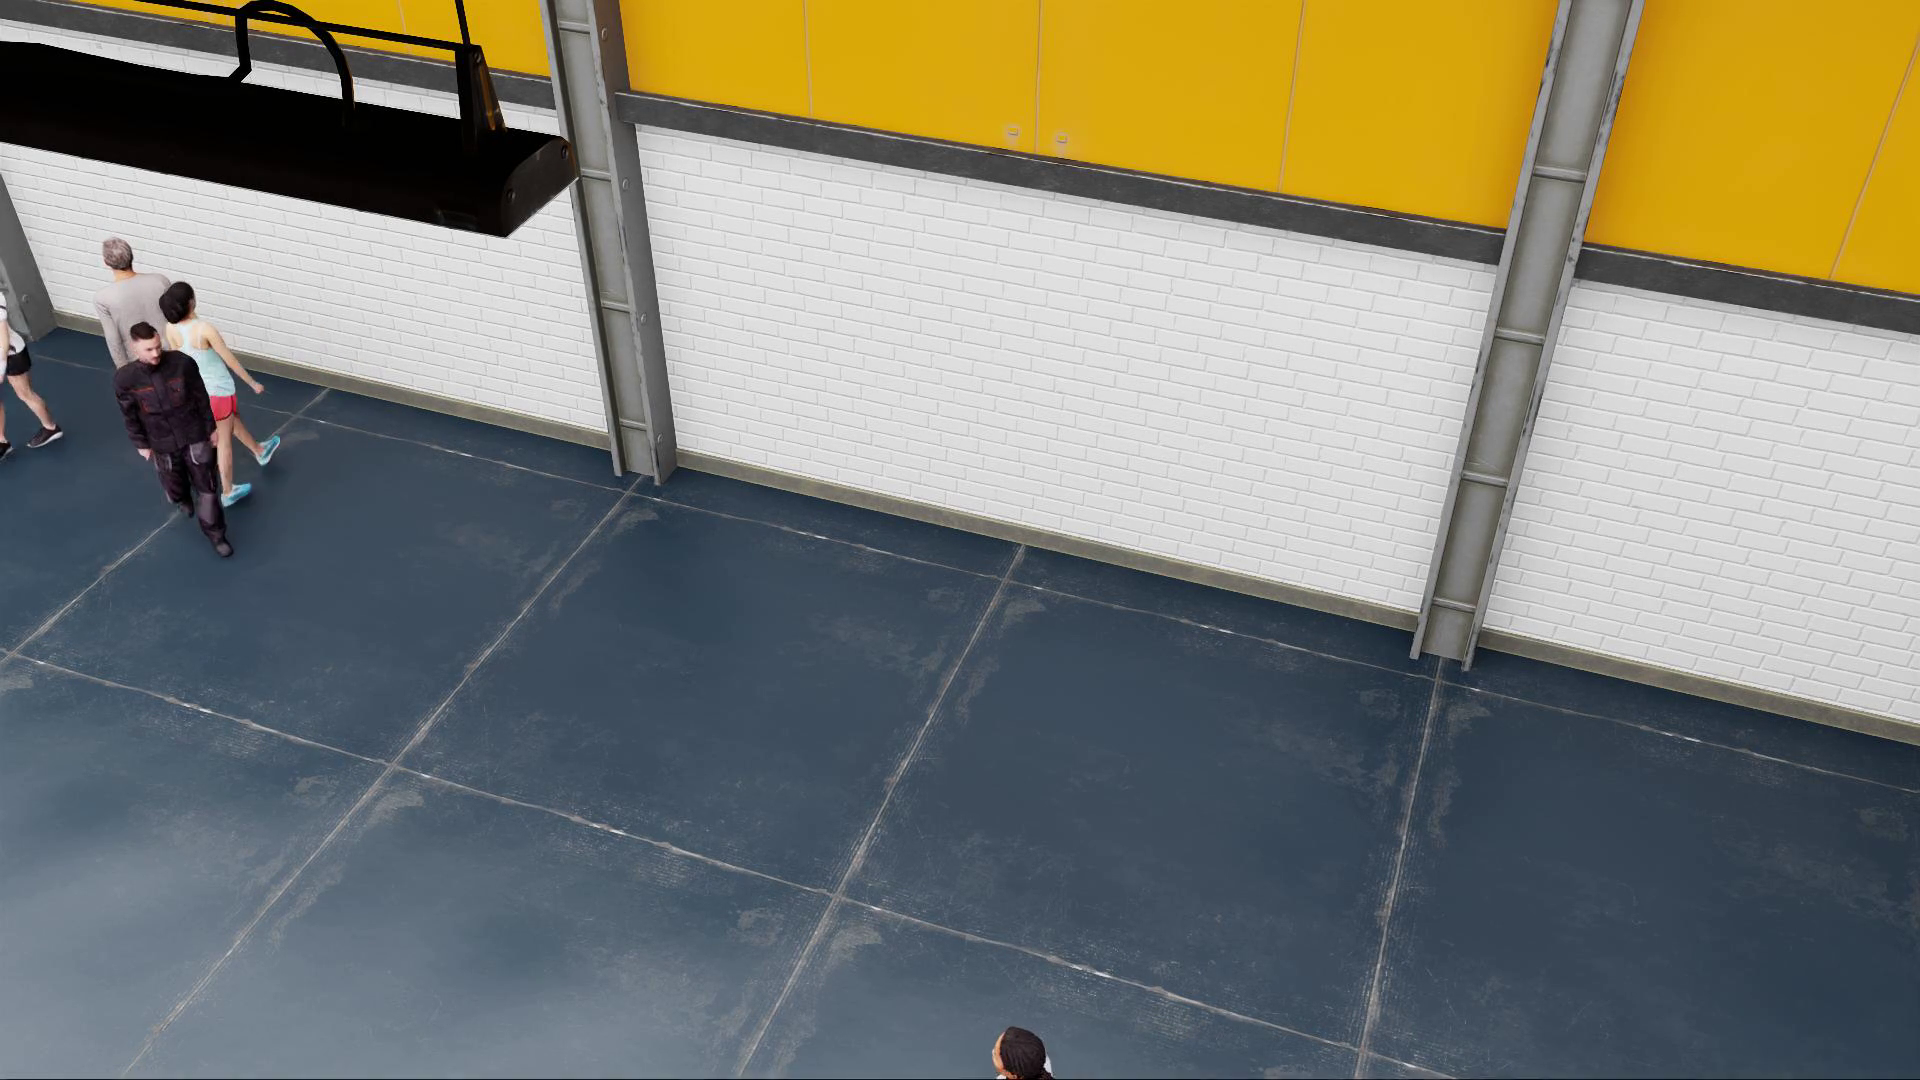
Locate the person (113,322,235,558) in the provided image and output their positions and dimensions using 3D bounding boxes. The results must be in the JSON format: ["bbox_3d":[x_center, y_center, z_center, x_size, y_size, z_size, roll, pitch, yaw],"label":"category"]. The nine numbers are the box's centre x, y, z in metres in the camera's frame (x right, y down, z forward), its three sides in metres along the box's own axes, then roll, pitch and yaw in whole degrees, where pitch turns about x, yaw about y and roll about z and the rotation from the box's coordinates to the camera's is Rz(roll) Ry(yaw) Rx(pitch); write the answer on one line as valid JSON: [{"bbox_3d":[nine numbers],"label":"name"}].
[{"bbox_3d":[-5.440,-0.753,11.549,1.028,1.828,1.112,-19,42,-22],"label":"person"}]

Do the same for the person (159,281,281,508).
[{"bbox_3d":[-5.400,-1.017,11.951,0.916,1.739,0.680,13,40,15],"label":"person"}]

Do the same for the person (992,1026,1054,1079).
[{"bbox_3d":[0.321,2.739,7.262,0.708,1.721,0.643,12,40,15],"label":"person"}]

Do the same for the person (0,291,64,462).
[{"bbox_3d":[-7.075,-1.401,12.450,0.737,1.715,0.701,20,43,23],"label":"person"}]

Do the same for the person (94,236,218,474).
[{"bbox_3d":[-5.914,-1.350,12.230,0.825,1.911,0.818,-28,46,-31],"label":"person"}]
